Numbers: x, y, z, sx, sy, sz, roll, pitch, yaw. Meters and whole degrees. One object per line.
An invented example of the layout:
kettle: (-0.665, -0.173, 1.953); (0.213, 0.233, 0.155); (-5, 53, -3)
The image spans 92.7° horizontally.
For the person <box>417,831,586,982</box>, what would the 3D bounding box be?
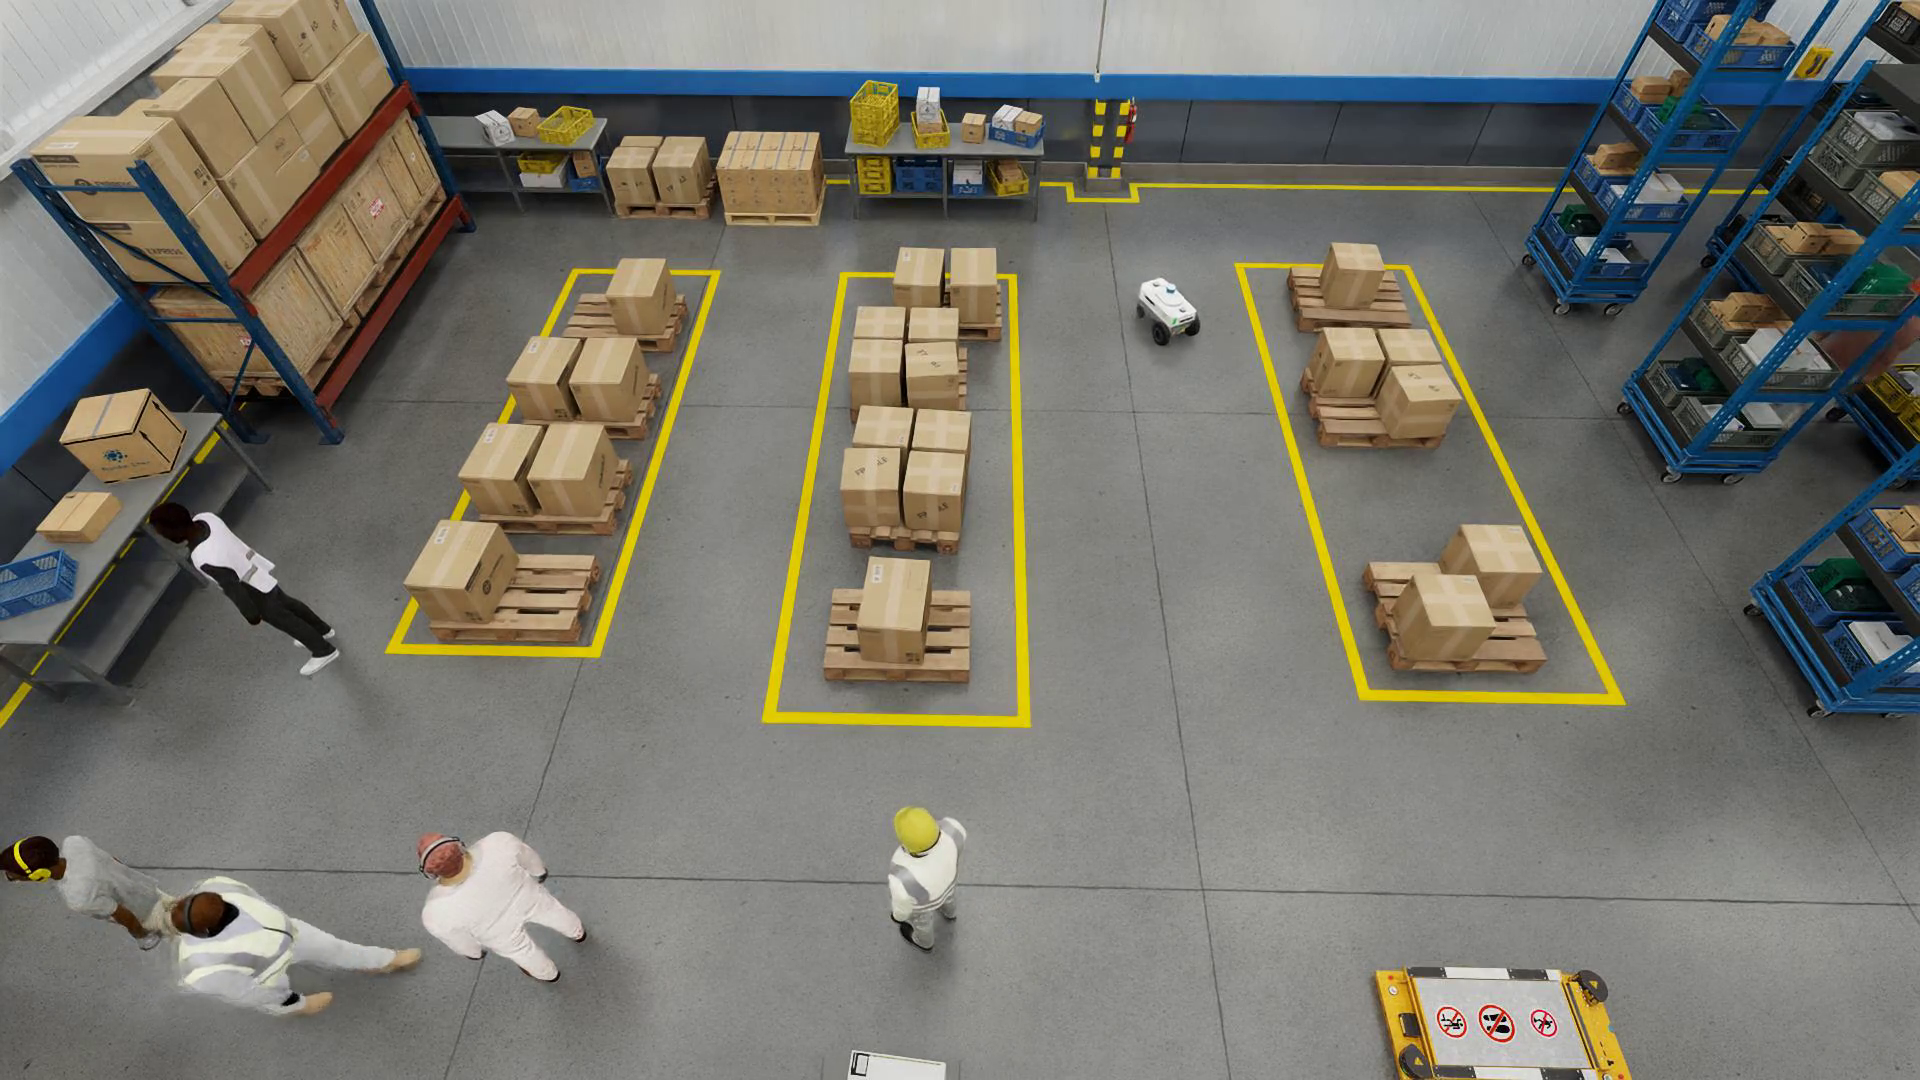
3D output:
person: (-2.811, 2.233, 5.600); (0.403, 1.905, 0.652); (22, 54, 17)

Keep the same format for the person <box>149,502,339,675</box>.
person: (-5.510, 0.348, 7.134); (0.384, 1.913, 0.591); (-26, 55, -20)

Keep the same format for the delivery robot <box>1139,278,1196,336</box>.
delivery robot: (2.354, -2.676, 10.404); (0.477, 0.478, 0.707); (-21, 53, -17)

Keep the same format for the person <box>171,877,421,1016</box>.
person: (-4.062, 2.468, 5.480); (0.940, 1.791, 0.637); (-11, 52, -9)

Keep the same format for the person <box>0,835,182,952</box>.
person: (-5.062, 2.246, 5.613); (0.328, 1.872, 0.513); (-32, 58, -23)

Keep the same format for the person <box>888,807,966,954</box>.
person: (-0.226, 2.126, 5.734); (0.404, 1.829, 0.600); (34, 58, 24)

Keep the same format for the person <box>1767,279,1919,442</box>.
person: (8.442, -1.766, 8.840); (0.371, 1.960, 0.794); (-17, 53, -13)

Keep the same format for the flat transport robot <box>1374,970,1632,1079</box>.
flat transport robot: (3.501, 3.133, 5.914); (1.431, 0.197, 0.652); (1, 51, 1)
